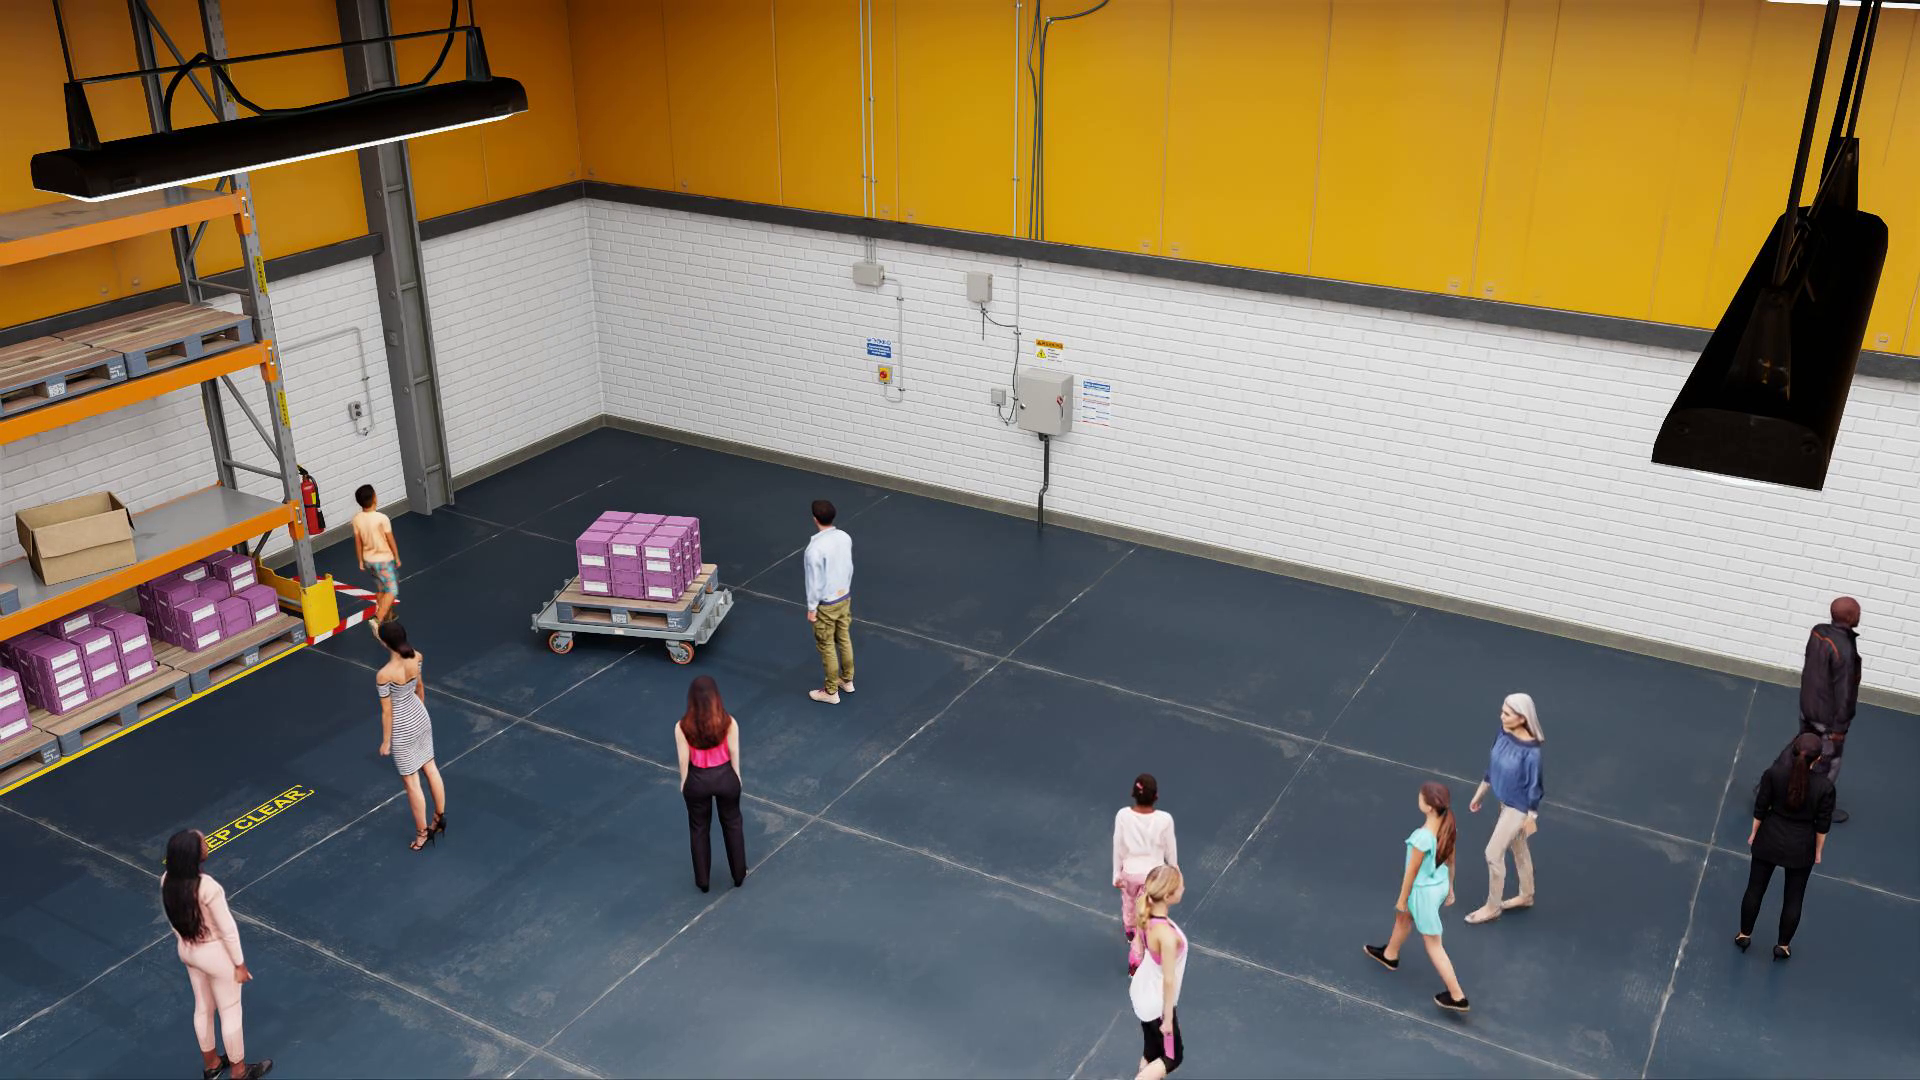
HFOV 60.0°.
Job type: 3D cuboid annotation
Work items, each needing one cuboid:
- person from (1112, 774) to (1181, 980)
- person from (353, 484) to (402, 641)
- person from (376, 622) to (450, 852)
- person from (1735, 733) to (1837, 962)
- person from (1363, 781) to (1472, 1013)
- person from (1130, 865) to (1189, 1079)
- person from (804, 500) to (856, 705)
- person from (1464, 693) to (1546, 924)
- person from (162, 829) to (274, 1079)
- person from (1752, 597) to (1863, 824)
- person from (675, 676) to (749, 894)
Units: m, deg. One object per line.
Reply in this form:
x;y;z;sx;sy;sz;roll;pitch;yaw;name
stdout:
1.167;2.177;10.723;0.644;1.422;0.871;9;25;20;person
-5.328;0.215;15.187;0.703;1.443;0.934;4;24;9;person
-3.957;1.399;12.002;0.678;1.824;0.507;10;25;21;person
5.370;1.998;10.834;0.601;1.662;0.550;14;27;29;person
2.986;2.255;10.427;1.072;1.519;0.851;-19;30;-36;person
1.006;2.598;9.317;0.903;1.778;0.834;-8;25;-17;person
-1.095;0.511;14.052;0.744;1.809;0.513;16;28;32;person
3.853;1.800;11.270;0.902;1.676;0.864;-3;24;-7;person
-4.398;2.445;9.741;0.633;1.720;0.527;11;26;24;person
6.361;1.228;12.354;1.015;1.856;0.994;-1;24;-2;person
-1.720;1.686;11.543;0.663;1.665;0.705;-4;24;-9;person
